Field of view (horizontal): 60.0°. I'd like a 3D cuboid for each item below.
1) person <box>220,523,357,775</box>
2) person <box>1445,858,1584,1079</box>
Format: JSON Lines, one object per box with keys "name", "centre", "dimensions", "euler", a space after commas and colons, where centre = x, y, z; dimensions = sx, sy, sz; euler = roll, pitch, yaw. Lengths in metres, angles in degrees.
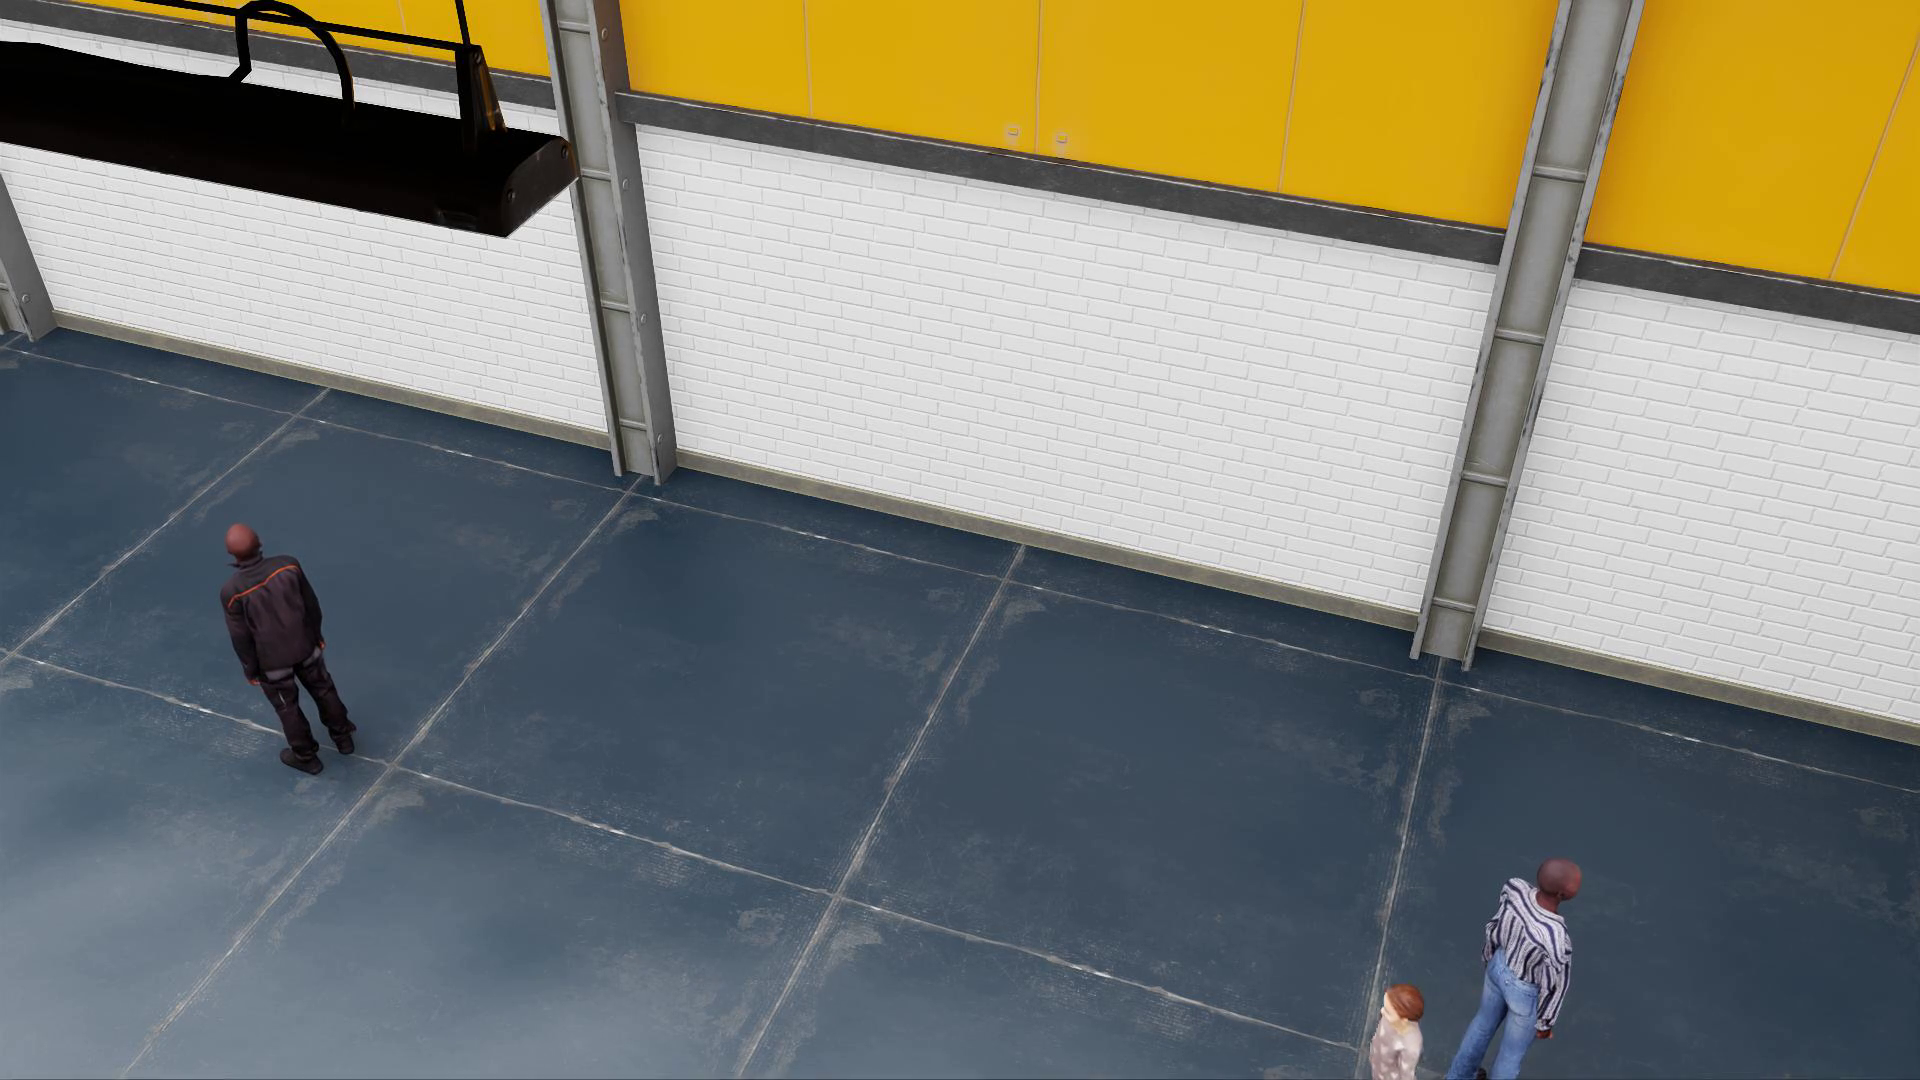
{"name": "person", "centre": [-3.983, 0.641, 9.808], "dimensions": [0.746, 1.823, 0.776], "euler": [32, 48, 33]}
{"name": "person", "centre": [2.658, 2.149, 7.943], "dimensions": [0.761, 1.794, 0.717], "euler": [-13, 41, -16]}
